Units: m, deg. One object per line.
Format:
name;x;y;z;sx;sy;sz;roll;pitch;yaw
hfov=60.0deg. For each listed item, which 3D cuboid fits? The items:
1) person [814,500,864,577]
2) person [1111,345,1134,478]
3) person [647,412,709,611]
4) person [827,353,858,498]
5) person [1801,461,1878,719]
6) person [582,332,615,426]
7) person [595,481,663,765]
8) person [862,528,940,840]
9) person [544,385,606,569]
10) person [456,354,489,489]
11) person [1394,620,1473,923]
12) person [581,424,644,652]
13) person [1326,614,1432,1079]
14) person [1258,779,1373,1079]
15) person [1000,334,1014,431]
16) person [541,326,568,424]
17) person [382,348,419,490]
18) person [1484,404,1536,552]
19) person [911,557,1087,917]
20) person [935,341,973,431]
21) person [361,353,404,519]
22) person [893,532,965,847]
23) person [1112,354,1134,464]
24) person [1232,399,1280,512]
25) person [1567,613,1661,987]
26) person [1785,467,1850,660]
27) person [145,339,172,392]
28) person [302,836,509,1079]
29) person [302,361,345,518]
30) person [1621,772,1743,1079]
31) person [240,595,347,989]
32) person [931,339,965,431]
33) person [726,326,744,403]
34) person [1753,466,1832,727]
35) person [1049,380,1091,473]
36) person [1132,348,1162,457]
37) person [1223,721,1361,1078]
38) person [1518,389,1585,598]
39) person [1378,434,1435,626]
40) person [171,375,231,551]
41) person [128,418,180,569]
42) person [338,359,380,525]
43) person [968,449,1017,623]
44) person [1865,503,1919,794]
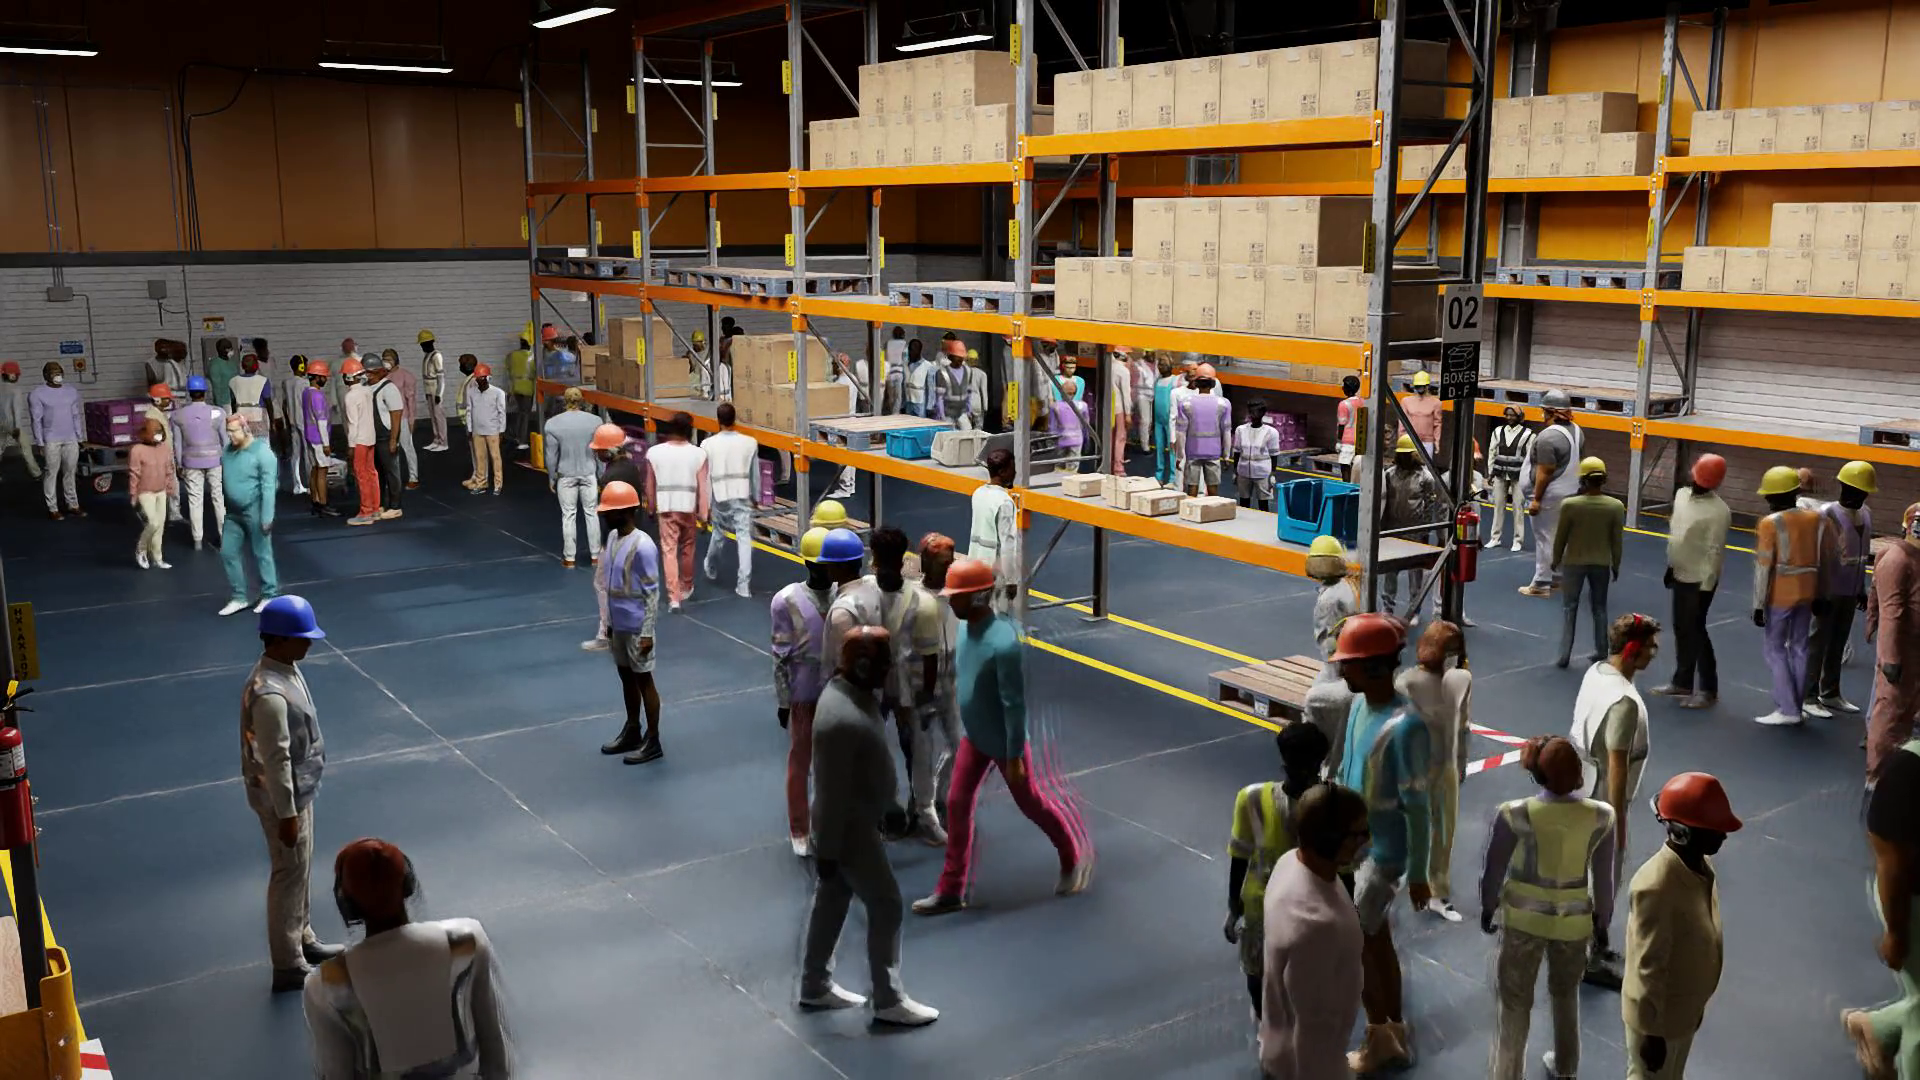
person;-0.878;0.574;11.703;0.317;1.735;0.496;8;13;34
person;2.220;-1.804;23.206;0.402;1.990;0.622;-5;12;-25
person;-2.667;-0.283;15.766;0.600;1.869;0.981;-2;11;-8
person;-1.564;-1.501;21.882;0.410;1.908;0.643;2;11;12
person;6.532;0.358;12.338;0.585;1.918;0.377;-6;12;-27
person;-5.949;-2.521;27.358;0.642;1.811;0.515;9;14;39
person;-2.258;0.556;11.274;0.373;1.934;0.552;-9;14;-39
person;-0.386;0.858;9.785;0.647;1.922;0.585;7;13;31
person;-4.029;-0.657;17.479;0.628;1.940;0.373;-4;12;-20
person;-6.628;-1.616;22.644;0.430;1.841;0.624;-5;12;-24
person;2.456;1.179;8.907;0.528;1.610;0.652;-4;12;-21
person;-2.908;-0.014;14.108;0.583;1.963;0.715;4;12;18
person;1.734;1.319;7.161;0.555;2.021;0.623;-1;11;-6
person;1.106;1.698;5.492;0.846;1.915;0.639;1;11;7
person;0.857;-2.763;28.729;0.339;1.752;0.564;0;11;1
person;-6.277;-2.267;25.521;0.637;2.011;0.682;10;15;42
person;-7.622;-1.629;22.496;0.627;1.929;0.378;3;11;16
person;6.101;-0.695;18.437;0.522;1.639;0.305;9;14;39
person;0.252;1.024;8.888;1.038;1.941;0.660;-6;13;-29
person;-0.027;-1.718;22.737;0.687;2.003;0.862;-8;14;-35
person;-7.158;-1.279;20.398;0.683;2.000;0.536;8;14;35
person;-0.149;0.878;9.787;0.590;1.870;0.400;-8;14;-36
person;2.345;-2.120;24.890;0.612;1.963;0.361;-7;13;-33
person;3.258;-0.718;18.409;0.541;1.695;0.315;7;13;31
person;3.101;1.246;8.018;0.398;1.832;0.654;2;11;9
person;7.161;0.207;13.906;0.646;1.615;0.541;8;13;34
person;-12.204;-2.170;25.500;0.387;1.837;0.560;5;12;22
person;-1.627;1.811;5.046;0.612;1.861;0.659;-6;13;-28
person;-7.867;-1.239;20.468;0.362;1.934;0.543;-9;14;-38
person;2.581;1.676;6.007;0.332;1.753;0.561;9;14;38
person;-3.207;1.207;7.968;0.419;1.933;0.615;-3;12;-17
person;-0.148;-2.073;24.918;0.582;1.867;0.697;-4;12;-19
person;-3.648;-2.503;26.977;0.399;1.920;0.589;-1;11;-7
person;6.054;0.410;12.126;0.728;1.902;0.447;-4;12;-18
person;1.415;-1.230;21.237;0.527;1.615;0.681;2;11;12
person;2.888;-2.193;25.640;0.610;1.820;0.472;-6;13;-30
person;1.371;1.542;6.881;0.538;1.685;0.637;4;12;18
person;5.730;-0.466;16.235;0.678;2.000;0.537;-10;15;-42
person;4.033;-0.093;15.094;0.492;1.743;0.295;7;13;32
person;-8.397;-0.846;18.466;0.626;1.945;0.448;-4;12;-20
person;-8.430;-0.474;17.378;0.375;1.613;0.508;4;12;20
person;-7.237;-1.182;20.017;0.386;1.996;0.610;1;11;3
person;0.263;0.241;12.935;0.372;1.916;0.597;-5;12;-23
person;6.064;0.702;10.594;0.643;1.913;0.410;-9;14;-39
